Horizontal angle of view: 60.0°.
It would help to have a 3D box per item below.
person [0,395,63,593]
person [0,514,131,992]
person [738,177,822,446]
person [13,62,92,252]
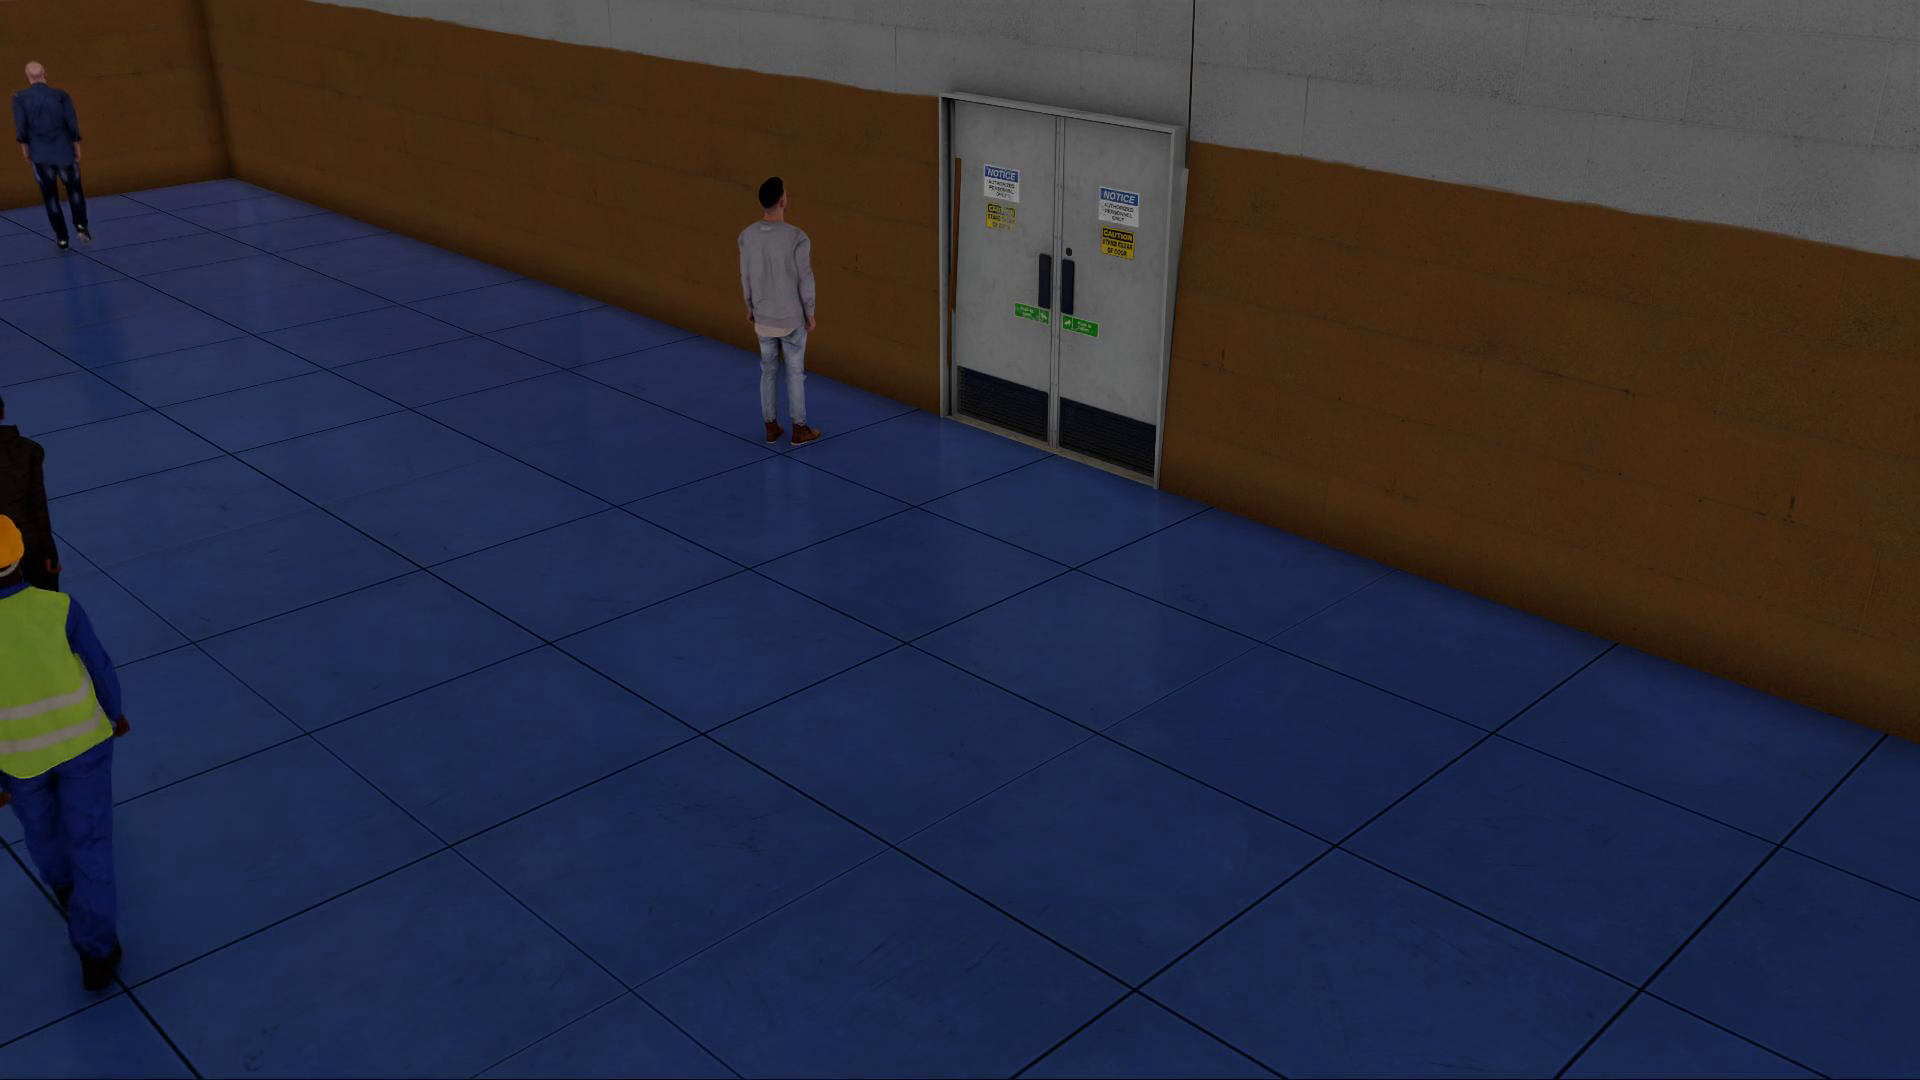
[{"bbox_3d":[-4.439,0.057,7.824,0.670,1.662,0.617,9,25,19],"label":"person"},{"bbox_3d":[-3.278,0.801,5.985,1.130,1.773,1.001,-10,25,-21],"label":"person"},{"bbox_3d":[-1.217,-1.543,11.257,0.764,1.841,0.739,8,25,17],"label":"person"},{"bbox_3d":[-8.880,-3.729,16.290,0.698,1.811,0.857,-13,27,-27],"label":"person"}]
